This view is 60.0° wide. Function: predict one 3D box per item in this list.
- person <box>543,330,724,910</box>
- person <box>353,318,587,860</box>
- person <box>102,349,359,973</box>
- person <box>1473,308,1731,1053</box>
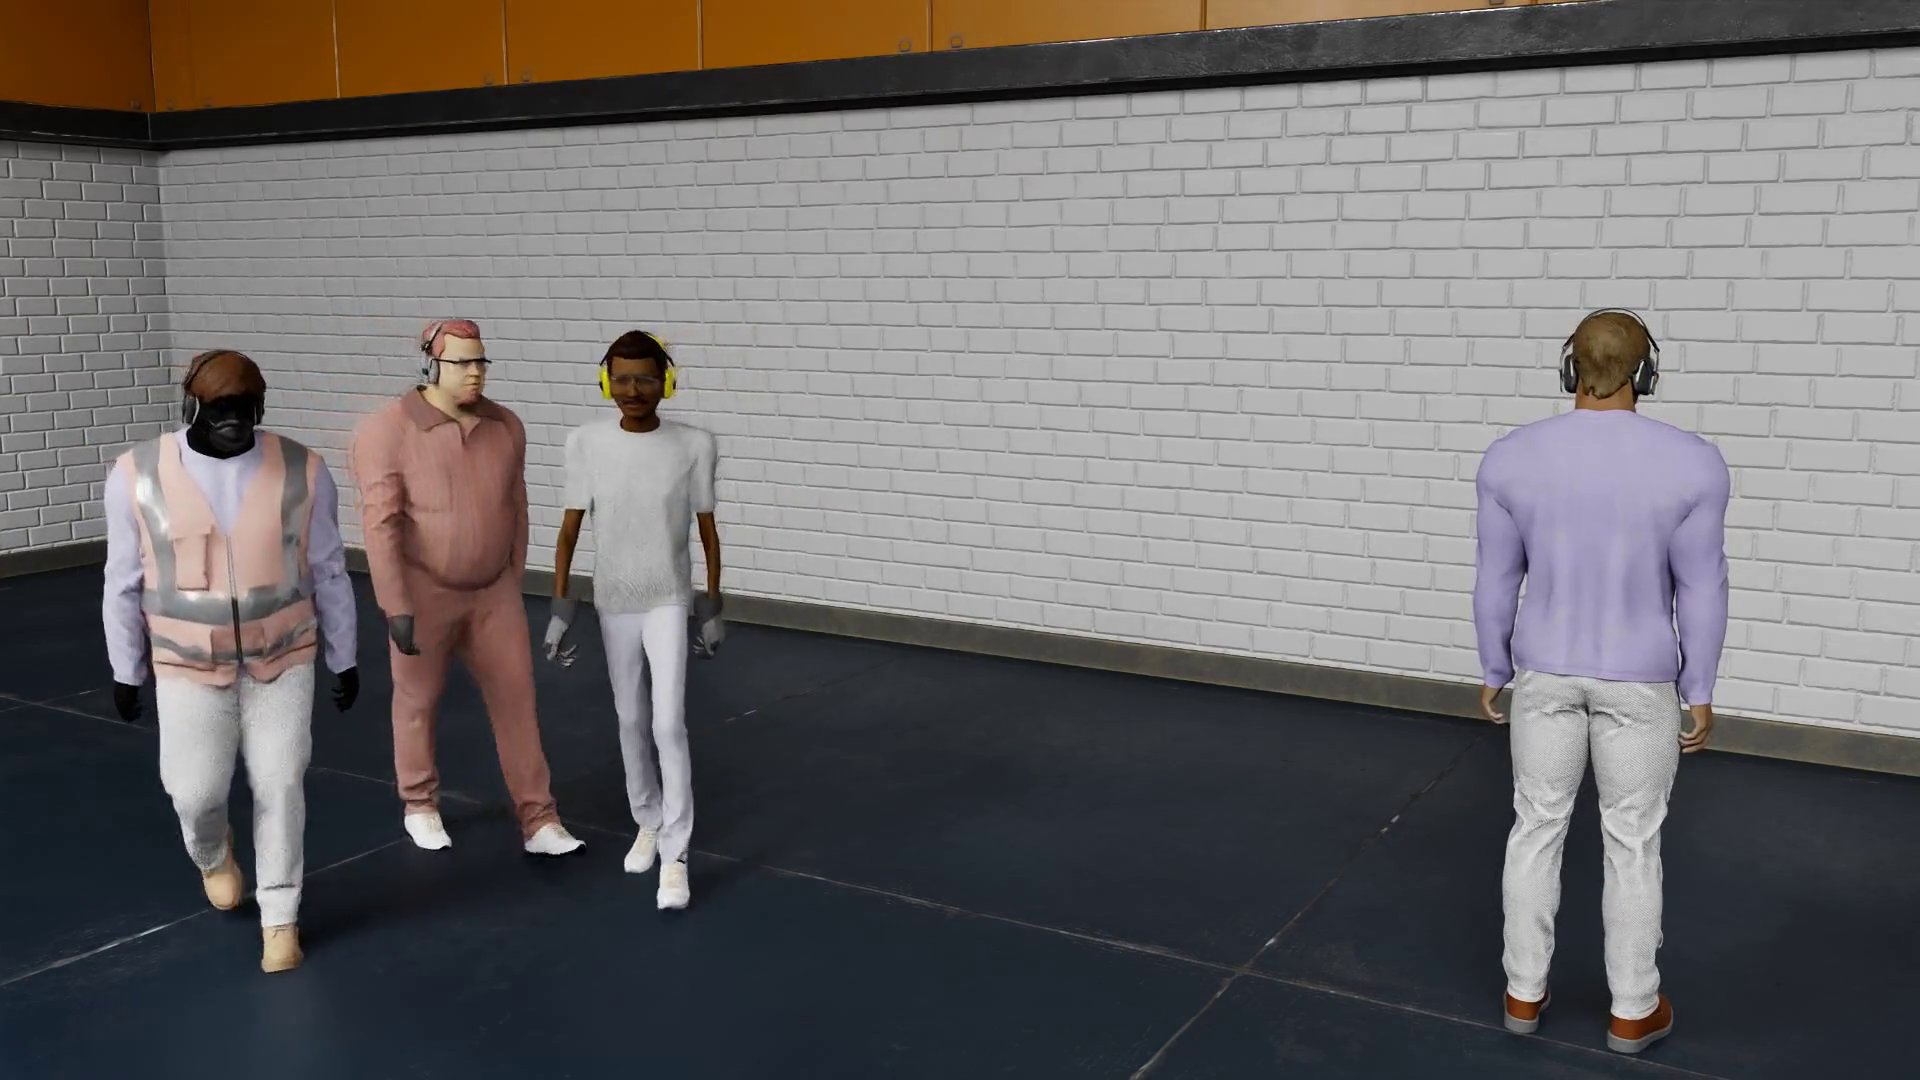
[{"bbox_3d":[-1.067,0.254,5.392,0.541,1.834,0.827,0,9,3],"label":"person"},{"bbox_3d":[-1.667,0.198,5.645,0.663,1.863,0.957,-9,12,-43],"label":"person"},{"bbox_3d":[-2.142,0.341,4.914,0.672,1.813,0.589,-4,10,-26],"label":"person"},{"bbox_3d":[1.657,0.368,4.358,0.627,1.935,0.371,5,11,31],"label":"person"}]
